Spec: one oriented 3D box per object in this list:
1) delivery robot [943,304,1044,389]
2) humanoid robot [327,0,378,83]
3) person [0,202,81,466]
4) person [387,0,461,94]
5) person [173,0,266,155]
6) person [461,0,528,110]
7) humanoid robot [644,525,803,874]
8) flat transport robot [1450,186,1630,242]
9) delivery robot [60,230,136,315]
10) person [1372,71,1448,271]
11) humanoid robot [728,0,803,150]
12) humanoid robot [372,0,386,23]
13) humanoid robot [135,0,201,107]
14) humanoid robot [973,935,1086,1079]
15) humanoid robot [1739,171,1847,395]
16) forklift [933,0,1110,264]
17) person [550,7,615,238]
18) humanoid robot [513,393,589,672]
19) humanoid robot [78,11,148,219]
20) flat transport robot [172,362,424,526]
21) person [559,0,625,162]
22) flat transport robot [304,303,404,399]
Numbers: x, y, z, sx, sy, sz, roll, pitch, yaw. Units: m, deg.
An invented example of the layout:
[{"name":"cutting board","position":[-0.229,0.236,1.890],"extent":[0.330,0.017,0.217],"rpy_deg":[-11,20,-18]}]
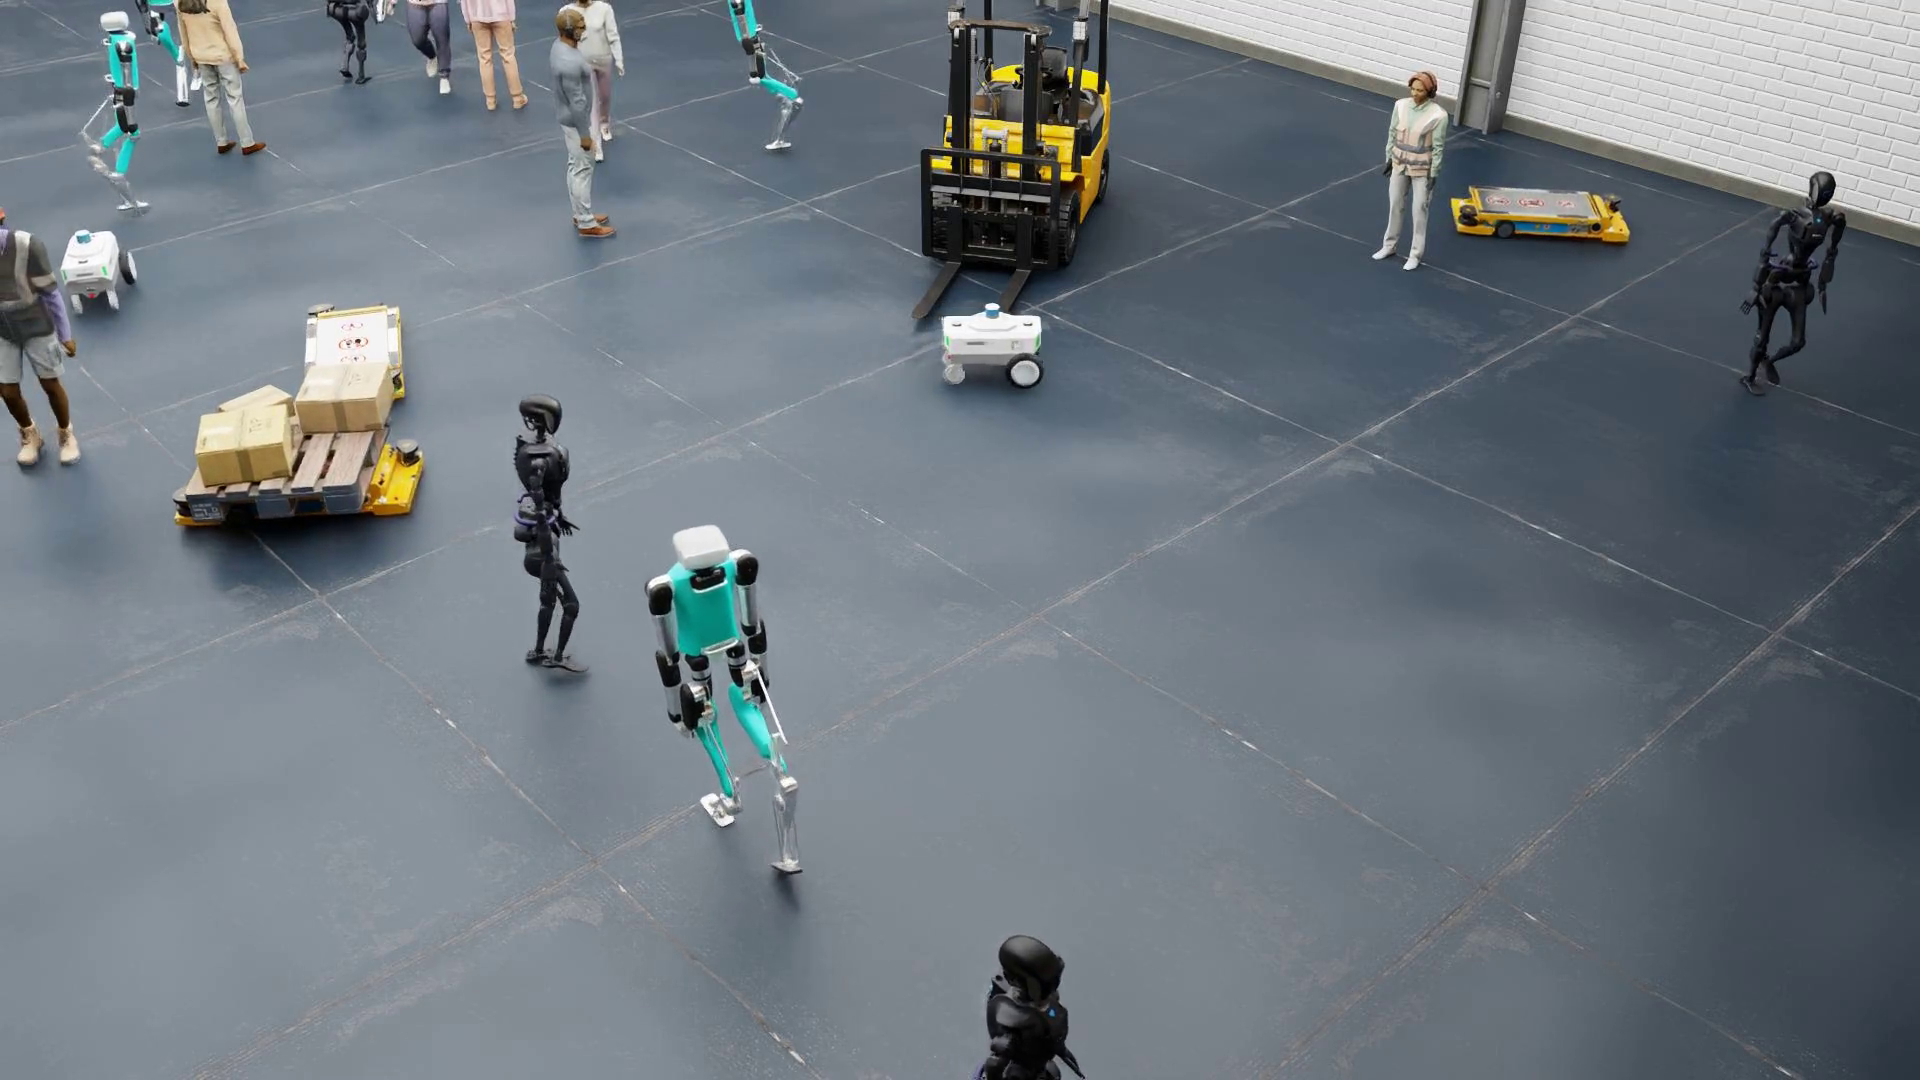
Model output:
[{"name":"delivery robot","position":[0.242,-1.443,12.097],"extent":[0.734,0.560,0.499],"rpy_deg":[0,33,-1]},{"name":"humanoid robot","position":[-6.485,-5.694,17.632],"extent":[0.612,1.642,0.337],"rpy_deg":[8,34,13]},{"name":"person","position":[-6.026,-1.348,10.658],"extent":[0.628,2.010,0.553],"rpy_deg":[-6,33,-8]},{"name":"person","position":[-5.565,-5.643,17.395],"extent":[0.854,1.848,0.520],"rpy_deg":[-4,33,-6]},{"name":"person","position":[-7.055,-4.577,15.737],"extent":[0.566,1.874,0.390],"rpy_deg":[5,33,8]},{"name":"person","position":[-4.765,-5.258,16.866],"extent":[0.525,1.782,0.407],"rpy_deg":[-2,33,-3]},{"name":"humanoid robot","position":[-0.991,0.840,7.583],"extent":[0.531,1.777,1.018],"rpy_deg":[-19,38,-27]},{"name":"flat transport robot","position":[5.063,-2.848,14.550],"extent":[1.431,0.231,0.659],"rpy_deg":[4,33,7]},{"name":"delivery robot","position":[-6.917,-2.177,13.273],"extent":[0.499,0.612,0.796],"rpy_deg":[-10,34,-15]},{"name":"person","position":[3.686,-3.019,13.565],"extent":[0.315,1.632,0.517],"rpy_deg":[-27,42,-35]},{"name":"humanoid robot","position":[-1.785,-4.483,15.761],"extent":[0.782,1.803,0.537],"rpy_deg":[-3,33,-4]},{"name":"humanoid robot","position":[-7.000,-6.988,19.651],"extent":[0.552,1.858,0.876],"rpy_deg":[-4,33,-7]},{"name":"humanoid robot","position":[-8.041,-5.302,17.009],"extent":[0.542,1.735,1.090],"rpy_deg":[-7,34,-11]},{"name":"humanoid robot","position":[0.250,1.964,5.898],"extent":[0.667,1.633,0.616],"rpy_deg":[15,36,21]},{"name":"humanoid robot","position":[5.789,-1.802,11.649],"extent":[0.589,1.643,0.381],"rpy_deg":[-3,33,-4]},{"name":"forklift","position":[0.570,-3.725,14.138],"extent":[1.214,2.155,2.313],"rpy_deg":[9,34,13]},{"name":"person","position":[-3.224,-3.517,14.056],"extent":[0.354,1.935,0.634],"rpy_deg":[-11,34,-16]},{"name":"humanoid robot","position":[-2.245,-0.028,8.933],"extent":[0.388,1.646,0.587],"rpy_deg":[-4,33,-7]},{"name":"humanoid robot","position":[-7.380,-3.596,14.452],"extent":[0.765,1.876,0.543],"rpy_deg":[-17,37,-24]},{"name":"flat transport robot","position":[-4.253,-0.367,10.737],"extent":[1.431,0.231,0.659],"rpy_deg":[-3,33,-5]},{"name":"person","position":[-3.496,-4.563,15.852],"extent":[0.532,1.721,0.894],"rpy_deg":[-9,34,-14]},{"name":"flat transport robot","position":[-4.480,-1.393,12.315],"extent":[0.659,0.231,1.431],"rpy_deg":[-9,34,-14]}]
